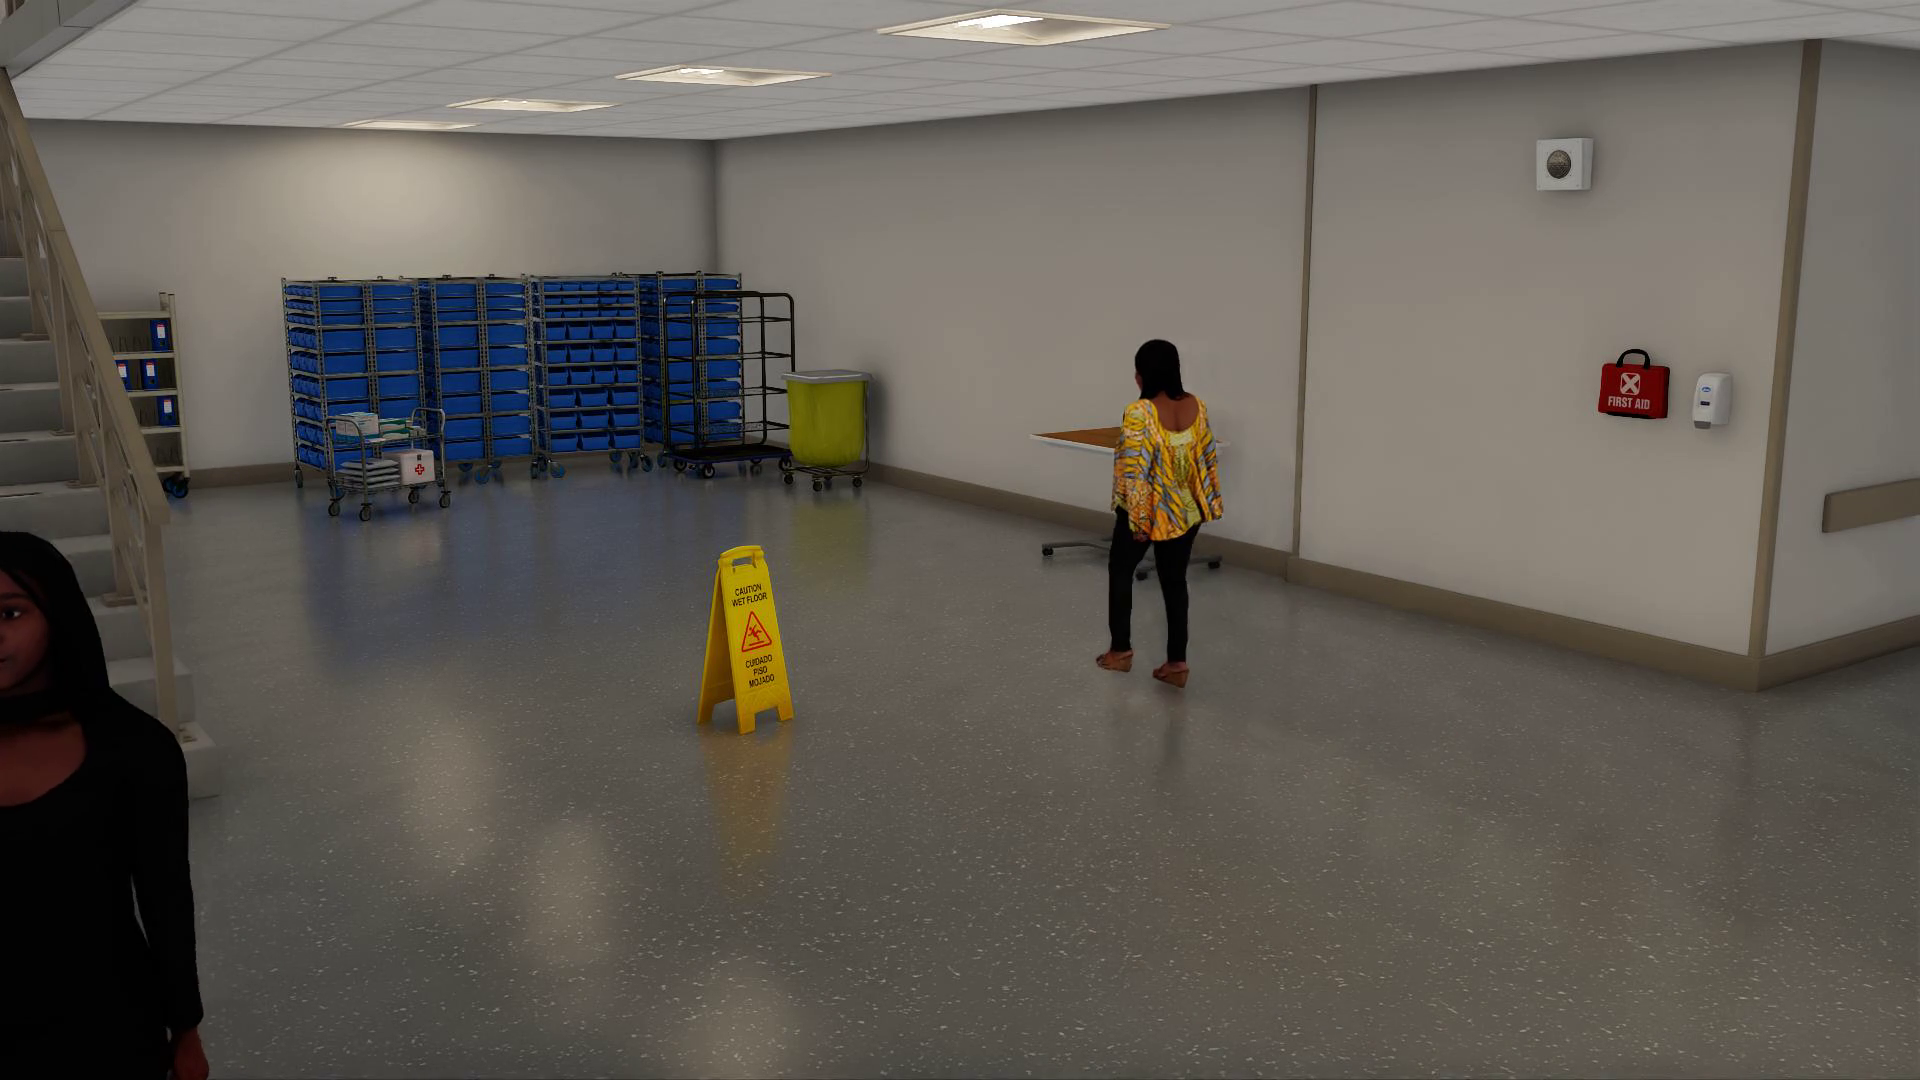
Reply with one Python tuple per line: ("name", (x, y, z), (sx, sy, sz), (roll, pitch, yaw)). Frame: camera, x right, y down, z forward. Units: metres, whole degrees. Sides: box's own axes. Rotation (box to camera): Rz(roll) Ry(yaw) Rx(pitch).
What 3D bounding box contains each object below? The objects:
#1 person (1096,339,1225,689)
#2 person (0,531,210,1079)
("person", (0.987, -0.103, 7.825), (0.725, 1.637, 0.805), (-6, 12, -30))
("person", (-1.487, 0.844, 2.747), (0.917, 1.669, 1.227), (-3, 11, -15))
